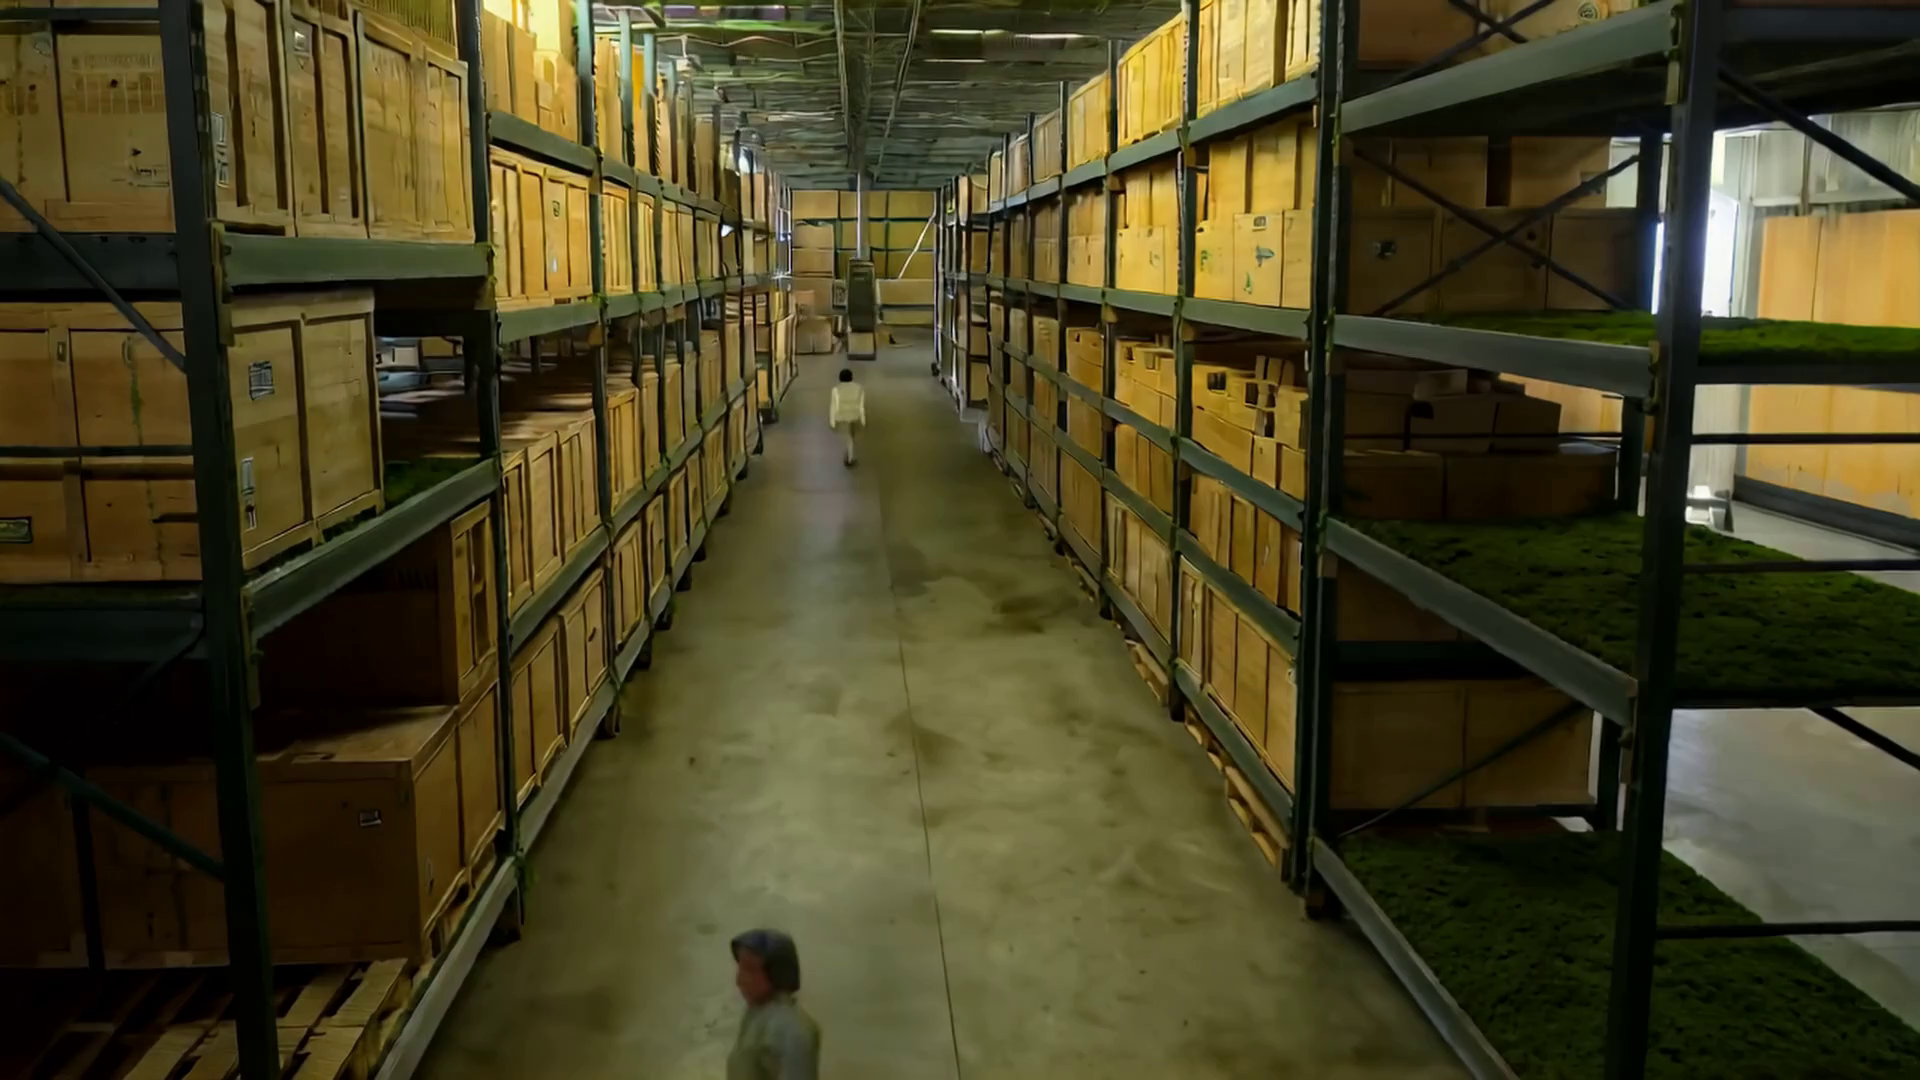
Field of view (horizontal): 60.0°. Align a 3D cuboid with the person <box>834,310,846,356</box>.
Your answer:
[{"bbox_3d":[-4.887,-8.427,67.757,0.622,1.889,0.526,8,12,39],"label":"person"}]

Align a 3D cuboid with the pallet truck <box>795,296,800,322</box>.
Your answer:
[{"bbox_3d":[-8.622,-12.439,91.403,1.885,1.965,0.823,2,10,13],"label":"pallet truck"}]

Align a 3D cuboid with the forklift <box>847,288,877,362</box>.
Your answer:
[{"bbox_3d":[-3.778,-8.296,64.022,1.129,2.768,1.873,-1,10,-4],"label":"forklift"}]

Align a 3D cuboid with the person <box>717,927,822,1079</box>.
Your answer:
[{"bbox_3d":[-0.614,2.088,5.718,0.440,1.623,0.530,-8,12,-38],"label":"person"}]

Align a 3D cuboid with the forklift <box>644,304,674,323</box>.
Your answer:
[{"bbox_3d":[-9.189,-6.119,51.020,1.129,2.768,1.873,-5,11,-28],"label":"forklift"}]

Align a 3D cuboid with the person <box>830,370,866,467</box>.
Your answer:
[{"bbox_3d":[-2.149,-2.295,31.338,0.661,1.815,0.736,-4,10,-24],"label":"person"}]
